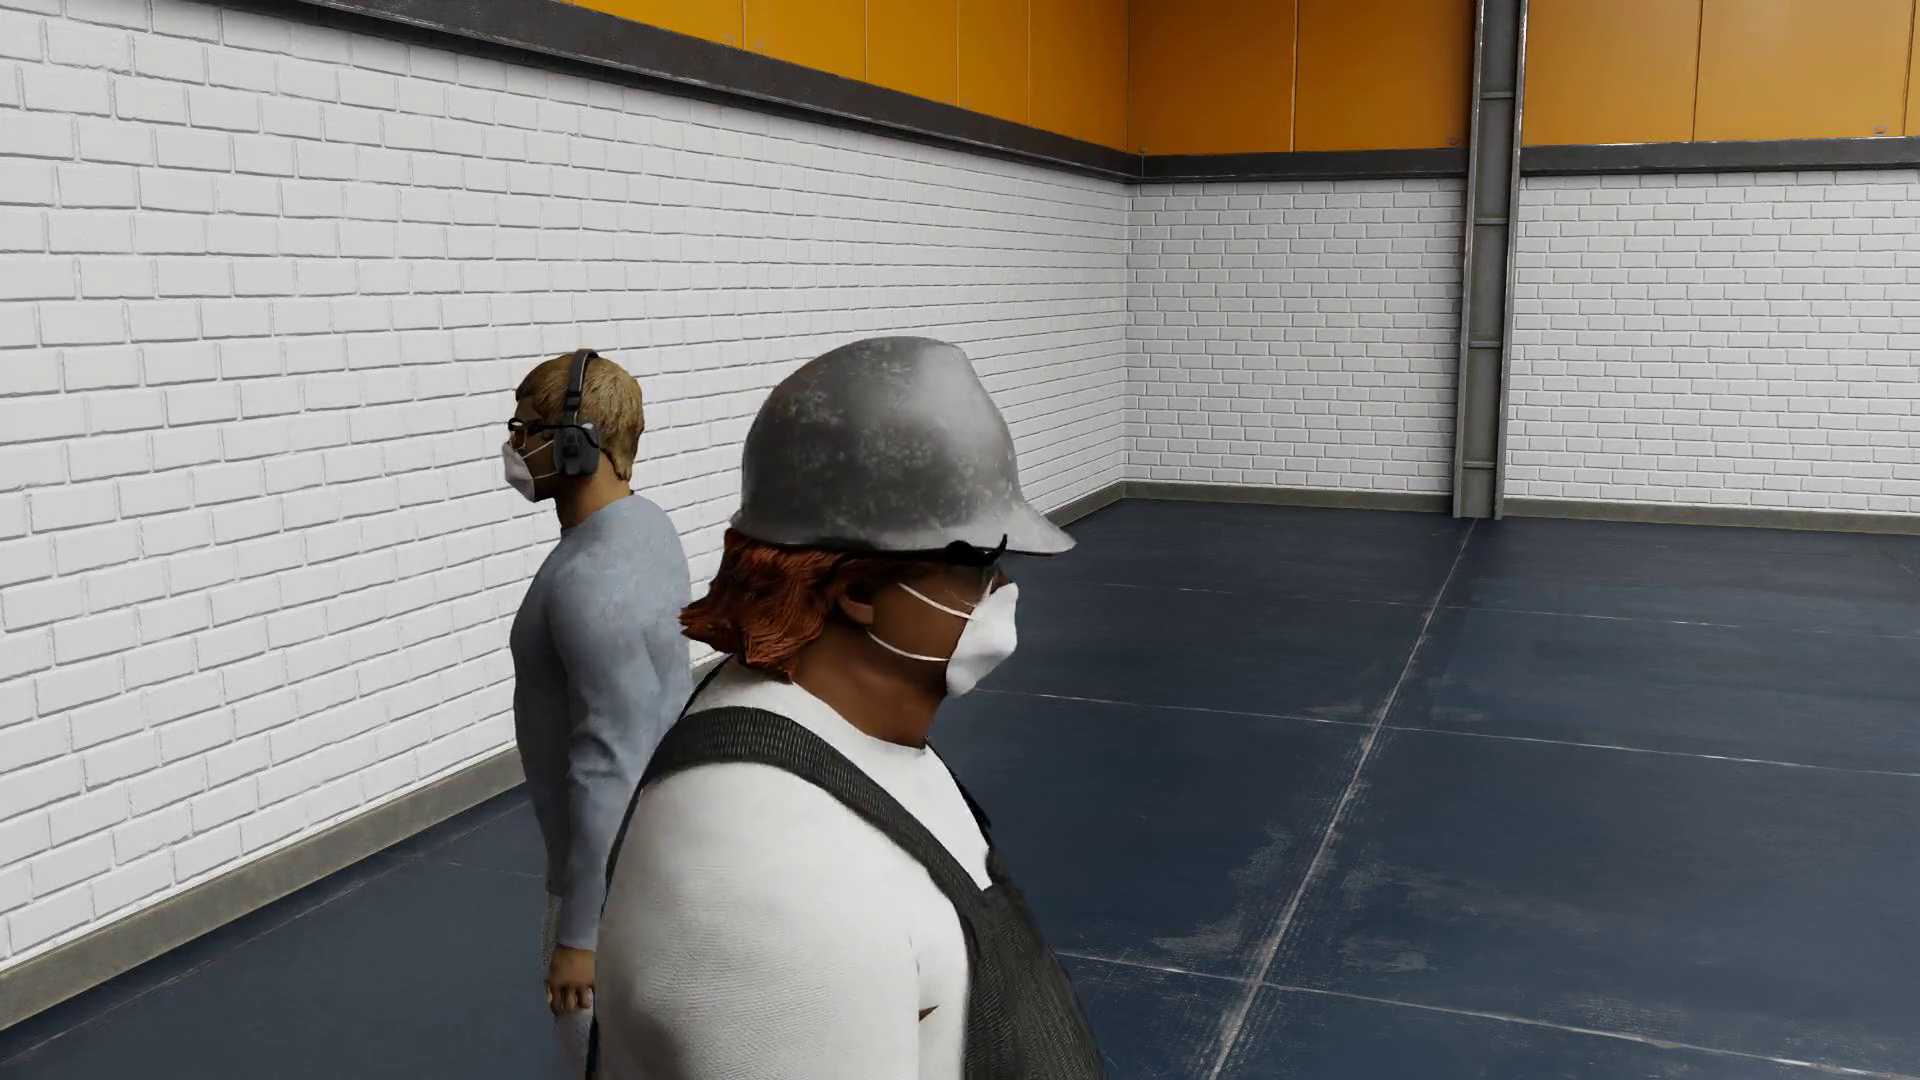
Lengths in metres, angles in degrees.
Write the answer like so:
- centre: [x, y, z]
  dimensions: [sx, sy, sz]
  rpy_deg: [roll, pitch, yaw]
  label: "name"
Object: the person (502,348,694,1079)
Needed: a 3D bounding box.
- centre: [-0.661, 0.617, 3.102]
  dimensions: [0.371, 1.941, 0.627]
  rpy_deg: [-1, 9, -6]
  label: "person"
